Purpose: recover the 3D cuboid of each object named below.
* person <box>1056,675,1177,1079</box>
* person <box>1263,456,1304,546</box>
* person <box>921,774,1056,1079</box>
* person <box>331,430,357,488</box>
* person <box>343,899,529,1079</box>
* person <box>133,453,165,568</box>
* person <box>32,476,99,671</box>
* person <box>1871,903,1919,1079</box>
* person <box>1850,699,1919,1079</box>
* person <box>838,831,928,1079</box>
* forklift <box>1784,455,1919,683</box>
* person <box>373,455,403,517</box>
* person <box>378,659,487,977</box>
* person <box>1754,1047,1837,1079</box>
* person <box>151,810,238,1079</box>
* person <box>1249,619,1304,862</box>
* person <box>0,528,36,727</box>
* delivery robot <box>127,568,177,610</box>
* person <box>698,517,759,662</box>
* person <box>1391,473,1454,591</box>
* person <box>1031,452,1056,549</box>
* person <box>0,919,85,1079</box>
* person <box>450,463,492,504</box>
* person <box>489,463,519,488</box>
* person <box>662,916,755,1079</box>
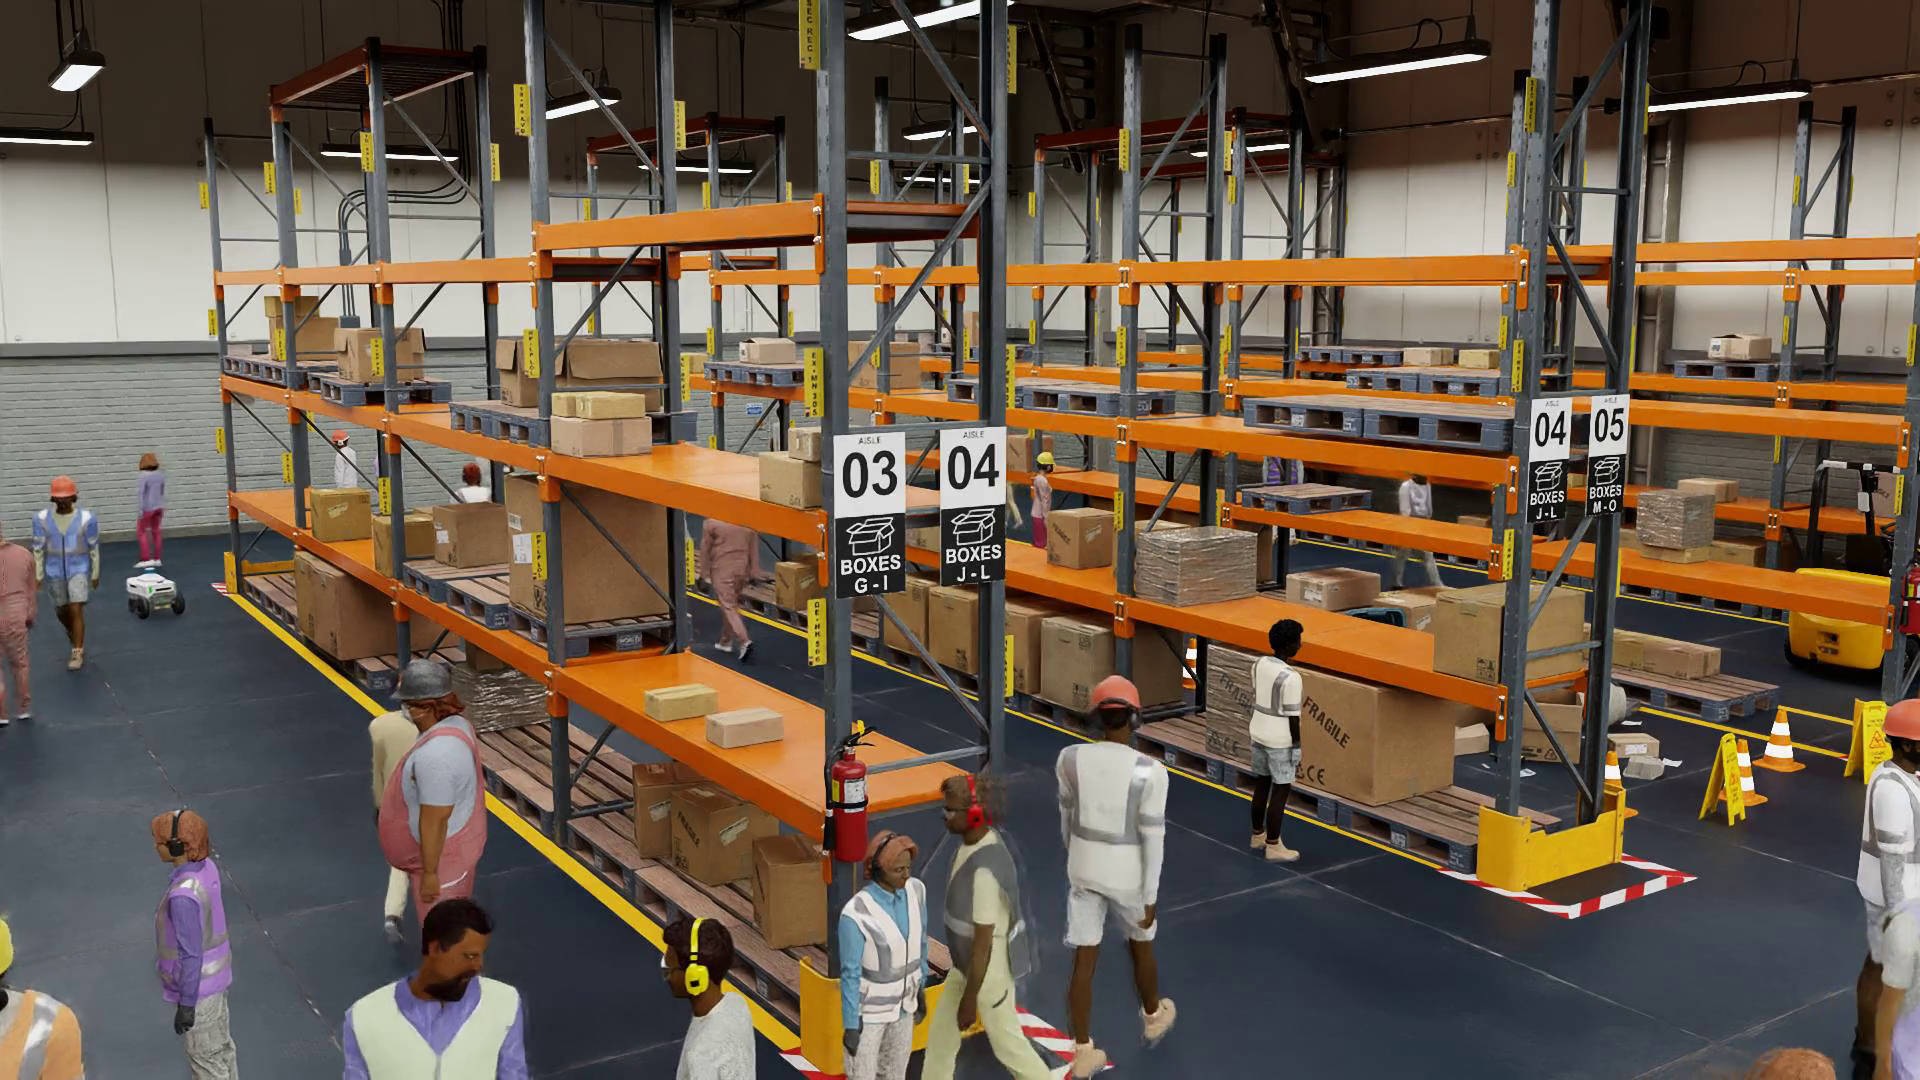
[{"bbox_3d":[0.797,1.668,8.431,0.609,1.986,0.951,4,9,23],"label":"person"},{"bbox_3d":[4.979,-0.835,25.589,0.632,1.840,0.429,4,10,26],"label":"person"},{"bbox_3d":[0.123,1.914,7.443,0.955,1.805,0.572,-2,9,-11],"label":"person"},{"bbox_3d":[-9.649,-0.857,26.059,0.349,1.743,0.563,0,9,2],"label":"person"},{"bbox_3d":[-1.755,2.159,5.598,0.641,1.862,0.683,-4,9,-26],"label":"person"},{"bbox_3d":[-11.457,-0.414,23.498,0.368,1.618,0.515,3,9,17],"label":"person"},{"bbox_3d":[-9.337,0.312,17.433,0.609,2.014,0.938,-3,9,-18],"label":"person"},{"bbox_3d":[3.803,2.021,6.641,0.512,1.823,0.652,-3,9,-19],"label":"person"},{"bbox_3d":[4.624,1.728,8.196,0.361,1.938,0.545,5,10,29],"label":"person"},{"bbox_3d":[-0.340,2.035,7.202,0.353,1.625,0.509,7,11,38],"label":"person"},{"bbox_3d":[9.643,0.253,17.172,2.313,2.155,1.214,-6,10,-33],"label":"forklift"},{"bbox_3d":[-7.802,-0.525,22.867,0.395,2.039,0.608,1,9,5],"label":"person"},{"bbox_3d":[-2.752,1.603,8.688,0.535,2.000,0.683,-1,9,-8],"label":"person"},{"bbox_3d":[2.475,2.341,5.187,0.627,1.611,0.509,4,9,24],"label":"person"},{"bbox_3d":[-3.400,1.995,7.408,0.311,1.639,0.521,-2,9,-15],"label":"person"},{"bbox_3d":[2.176,1.370,11.420,0.320,1.686,0.541,-3,9,-20],"label":"person"},{"bbox_3d":[-8.643,0.736,14.977,0.404,1.895,0.692,3,9,20],"label":"person"},{"bbox_3d":[-9.770,0.581,20.091,0.707,0.478,0.477,8,12,42],"label":"delivery robot"},{"bbox_3d":[-2.428,0.335,17.701,0.638,1.876,0.904,-7,11,-40],"label":"person"},{"bbox_3d":[5.860,-0.142,21.129,0.626,1.784,0.910,-6,11,-37],"label":"person"},{"bbox_3d":[1.121,-0.306,22.343,0.337,1.757,0.518,-1,9,-4],"label":"person"},{"bbox_3d":[-3.249,2.141,5.570,0.629,1.891,0.667,-2,9,-10],"label":"person"},{"bbox_3d":[-5.880,-0.010,20.129,0.593,1.838,0.976,-6,10,-33],"label":"person"},{"bbox_3d":[-6.397,-0.398,23.411,0.682,1.612,0.502,7,11,41],"label":"person"},{"bbox_3d":[-0.830,2.163,5.582,0.328,1.861,0.500,0,9,2],"label":"person"}]
